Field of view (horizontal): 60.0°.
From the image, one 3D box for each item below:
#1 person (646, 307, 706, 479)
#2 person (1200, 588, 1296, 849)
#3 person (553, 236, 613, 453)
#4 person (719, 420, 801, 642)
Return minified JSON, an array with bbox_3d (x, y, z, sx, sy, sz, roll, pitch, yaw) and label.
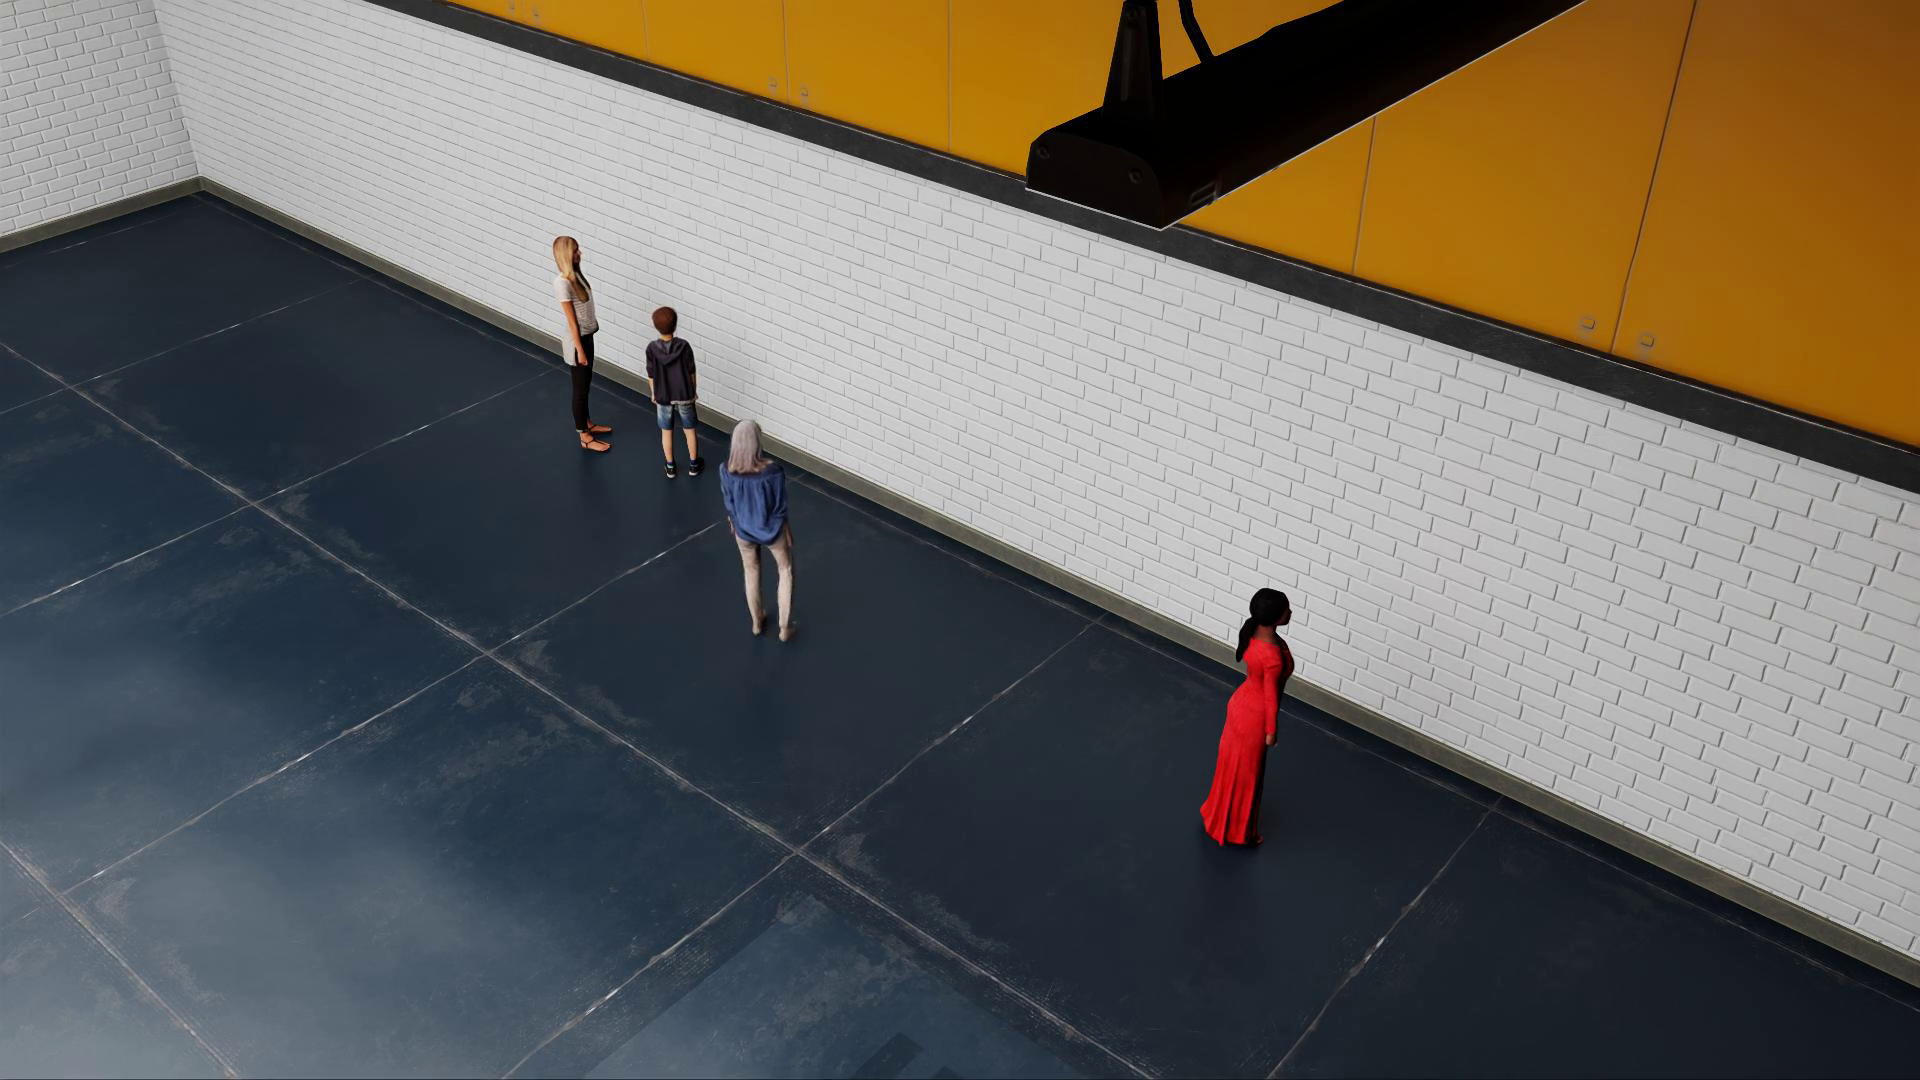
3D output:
[{"bbox_3d":[-2.252,-1.164,13.095,0.625,1.451,0.685,-3,34,-4],"label":"person"},{"bbox_3d":[1.663,1.017,9.524,0.812,1.782,0.756,-4,34,-6],"label":"person"},{"bbox_3d":[-3.081,-1.594,13.402,0.728,1.827,0.672,-3,34,-5],"label":"person"},{"bbox_3d":[-1.362,-0.022,11.167,0.751,1.694,0.766,6,34,10],"label":"person"}]
